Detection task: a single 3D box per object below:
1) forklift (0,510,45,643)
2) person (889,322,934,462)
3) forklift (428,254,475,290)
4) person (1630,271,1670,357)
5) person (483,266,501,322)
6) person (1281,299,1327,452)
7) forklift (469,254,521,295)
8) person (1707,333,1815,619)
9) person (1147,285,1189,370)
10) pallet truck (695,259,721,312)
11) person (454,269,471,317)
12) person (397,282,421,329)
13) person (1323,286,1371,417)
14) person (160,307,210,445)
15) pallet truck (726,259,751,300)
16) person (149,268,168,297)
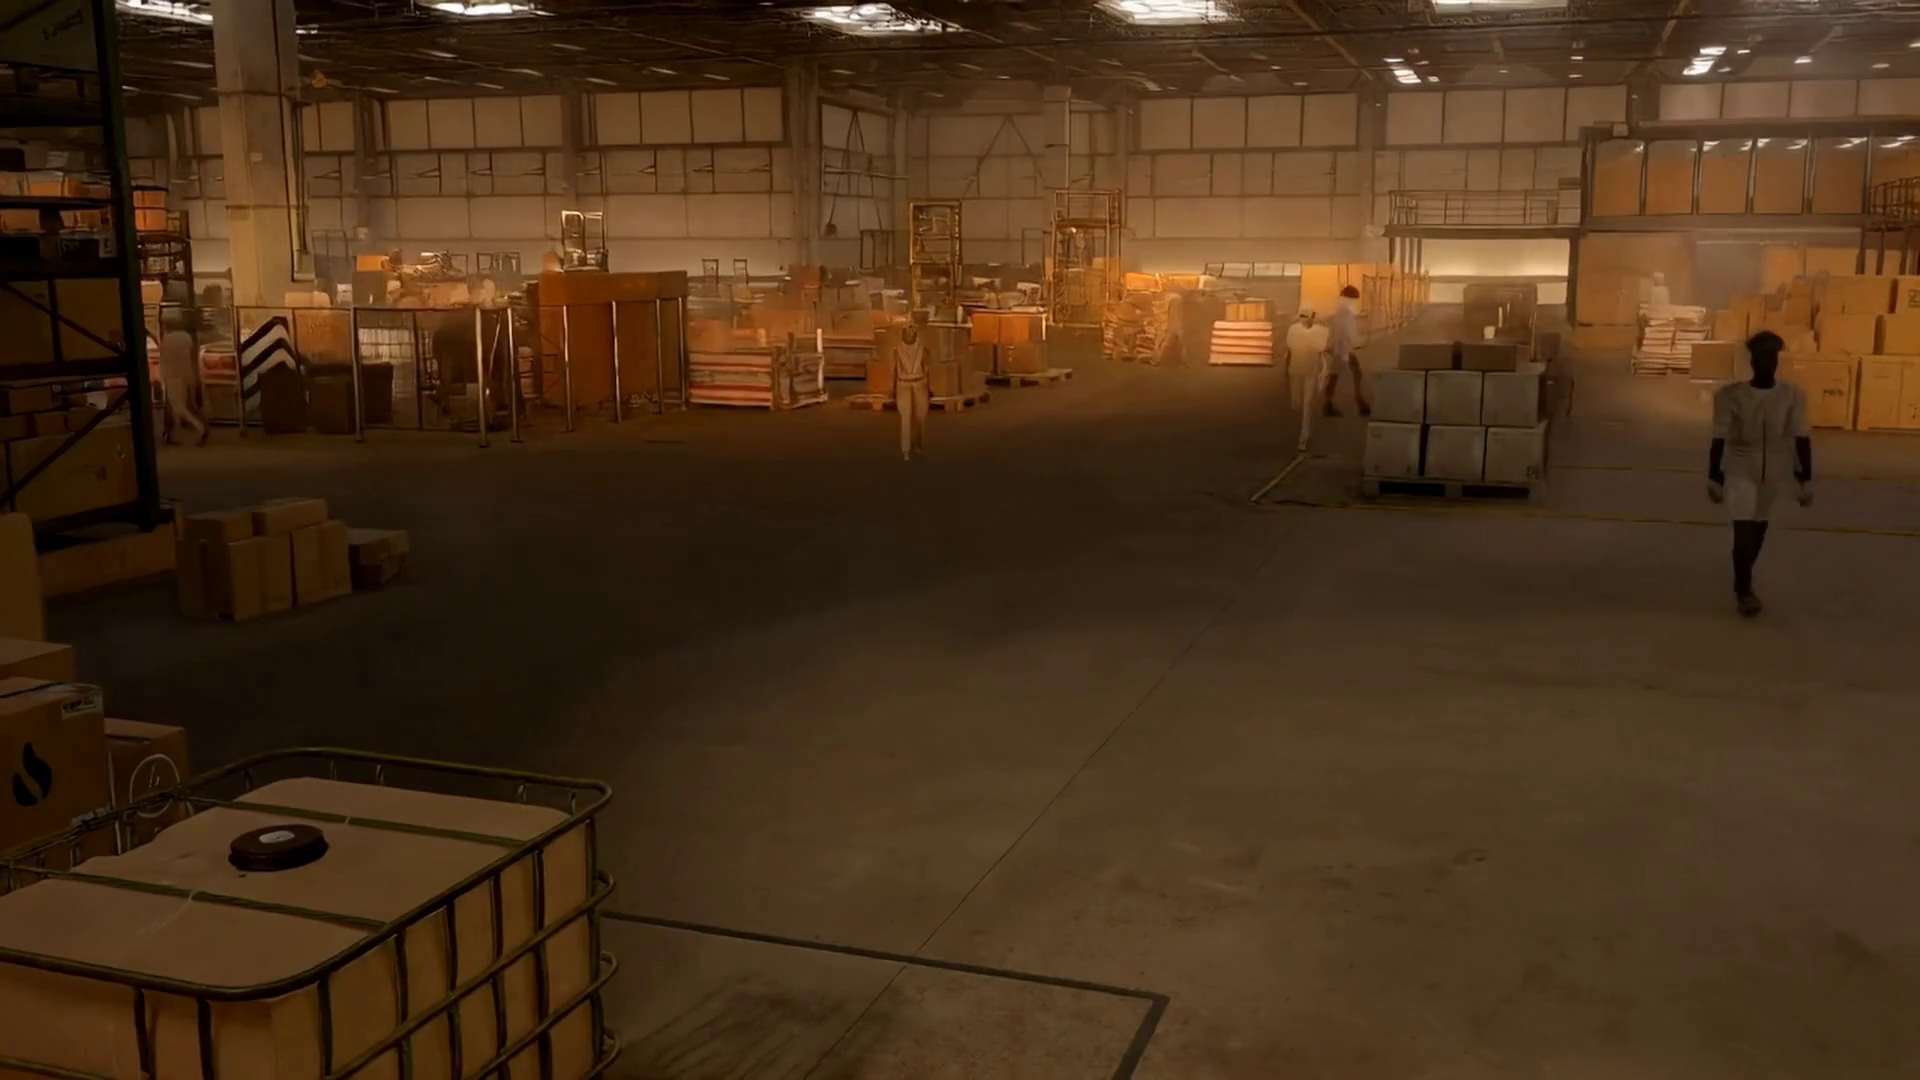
[{"bbox_3d":[-5.950,-0.457,8.646,1.873,2.768,1.129,3,11,19],"label":"forklift"},{"bbox_3d":[-0.570,-1.742,19.422,0.532,1.622,0.568,-1,10,-4],"label":"person"},{"bbox_3d":[-20.133,-10.254,65.465,1.157,1.987,2.680,3,11,19],"label":"forklift"},{"bbox_3d":[14.724,-4.727,35.334,1.038,1.939,0.610,-3,10,-15],"label":"person"},{"bbox_3d":[-11.649,-5.767,41.050,1.022,2.005,0.629,-2,10,-11],"label":"person"},{"bbox_3d":[4.228,-2.025,20.385,0.528,1.851,0.698,6,11,29],"label":"person"},{"bbox_3d":[-17.990,-10.121,64.684,1.157,1.987,2.680,3,11,17],"label":"forklift"},{"bbox_3d":[5.421,-0.439,11.260,0.628,1.910,1.013,2,10,12],"label":"person"},{"bbox_3d":[4.247,-4.277,33.499,0.904,1.697,0.493,8,13,39],"label":"person"},{"bbox_3d":[-9.165,-9.627,62.776,0.823,1.965,1.885,4,11,23],"label":"pallet truck"},{"bbox_3d":[-12.373,-5.799,41.524,0.996,1.880,0.551,1,10,7],"label":"person"},{"bbox_3d":[-10.541,-3.987,31.578,0.876,1.791,0.628,4,11,20],"label":"person"},{"bbox_3d":[5.698,-2.714,24.126,0.893,1.903,0.550,9,13,40],"label":"person"},{"bbox_3d":[-9.647,-2.015,20.625,0.713,1.746,0.528,3,10,15],"label":"person"},{"bbox_3d":[-7.986,-9.493,62.019,0.823,1.965,1.885,3,11,17],"label":"pallet truck"},{"bbox_3d":[-26.471,-8.108,54.981,0.533,1.731,0.864,4,11,21],"label":"person"}]
